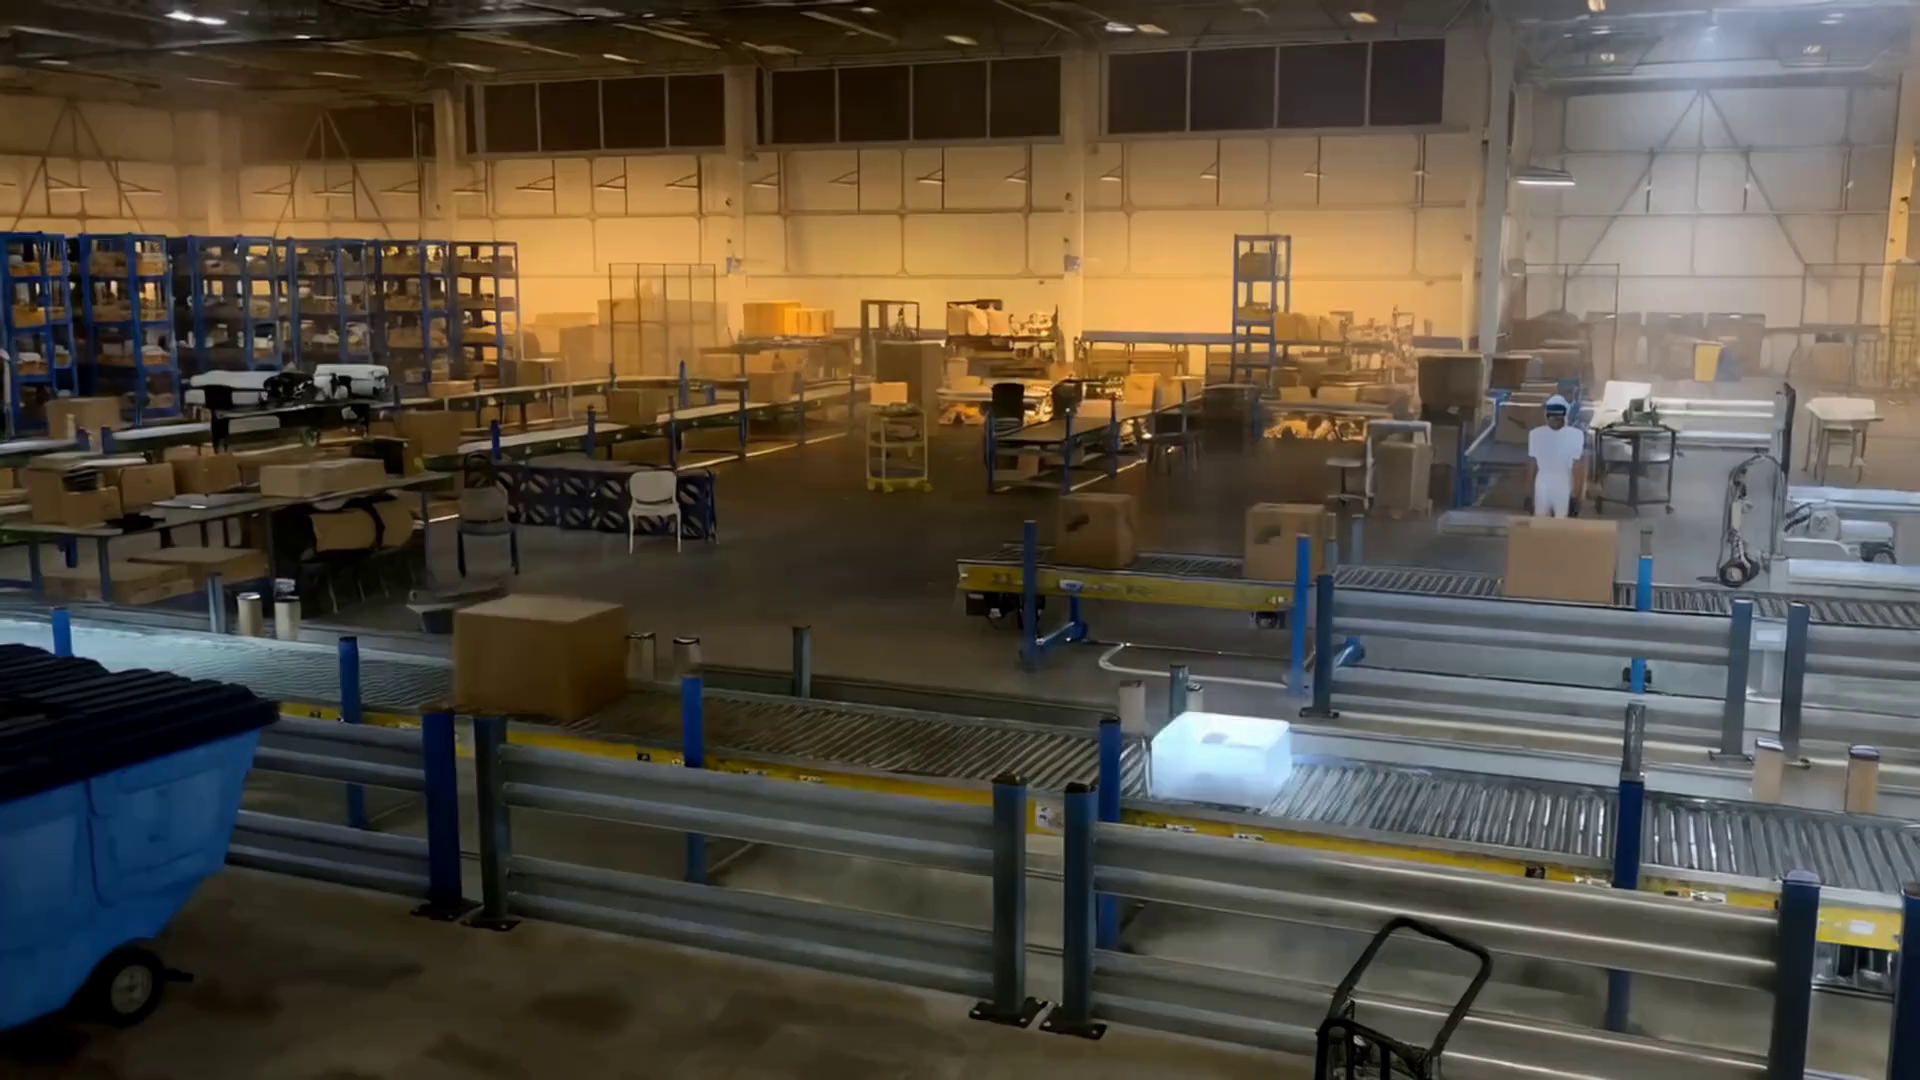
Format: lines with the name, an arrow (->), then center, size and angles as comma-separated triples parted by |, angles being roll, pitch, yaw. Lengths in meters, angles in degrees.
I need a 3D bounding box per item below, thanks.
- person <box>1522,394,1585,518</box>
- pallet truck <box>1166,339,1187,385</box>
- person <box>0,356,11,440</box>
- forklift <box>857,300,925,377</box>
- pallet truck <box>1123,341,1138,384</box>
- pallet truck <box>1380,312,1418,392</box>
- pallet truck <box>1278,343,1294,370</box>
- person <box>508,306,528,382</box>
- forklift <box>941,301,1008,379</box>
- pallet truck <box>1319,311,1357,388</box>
person -> 5.471, -0.418, 15.348 | 0.533, 1.864, 0.310 | 4, 10, 22
pallet truck -> 5.418, -4.269, 40.420 | 0.704, 1.261, 1.522 | 3, 10, 20
person -> -15.197, -2.212, 26.101 | 0.651, 1.904, 0.403 | 4, 10, 22
forklift -> -1.732, -5.109, 42.468 | 1.157, 1.987, 2.680 | 4, 10, 22
pallet truck -> 4.445, -4.380, 41.279 | 0.680, 1.201, 1.601 | 4, 10, 22
pallet truck -> 10.207, -4.283, 38.369 | 0.823, 1.965, 1.885 | 3, 10, 20
pallet truck -> 7.886, -4.163, 39.743 | 0.653, 1.274, 1.630 | 4, 10, 22
person -> -11.491, -5.072, 43.231 | 0.646, 1.979, 0.457 | 6, 11, 31
forklift -> 0.365, -4.966, 41.571 | 1.157, 1.987, 2.680 | 3, 10, 20
pallet truck -> 9.071, -4.419, 39.190 | 0.823, 1.965, 1.885 | 5, 10, 26
